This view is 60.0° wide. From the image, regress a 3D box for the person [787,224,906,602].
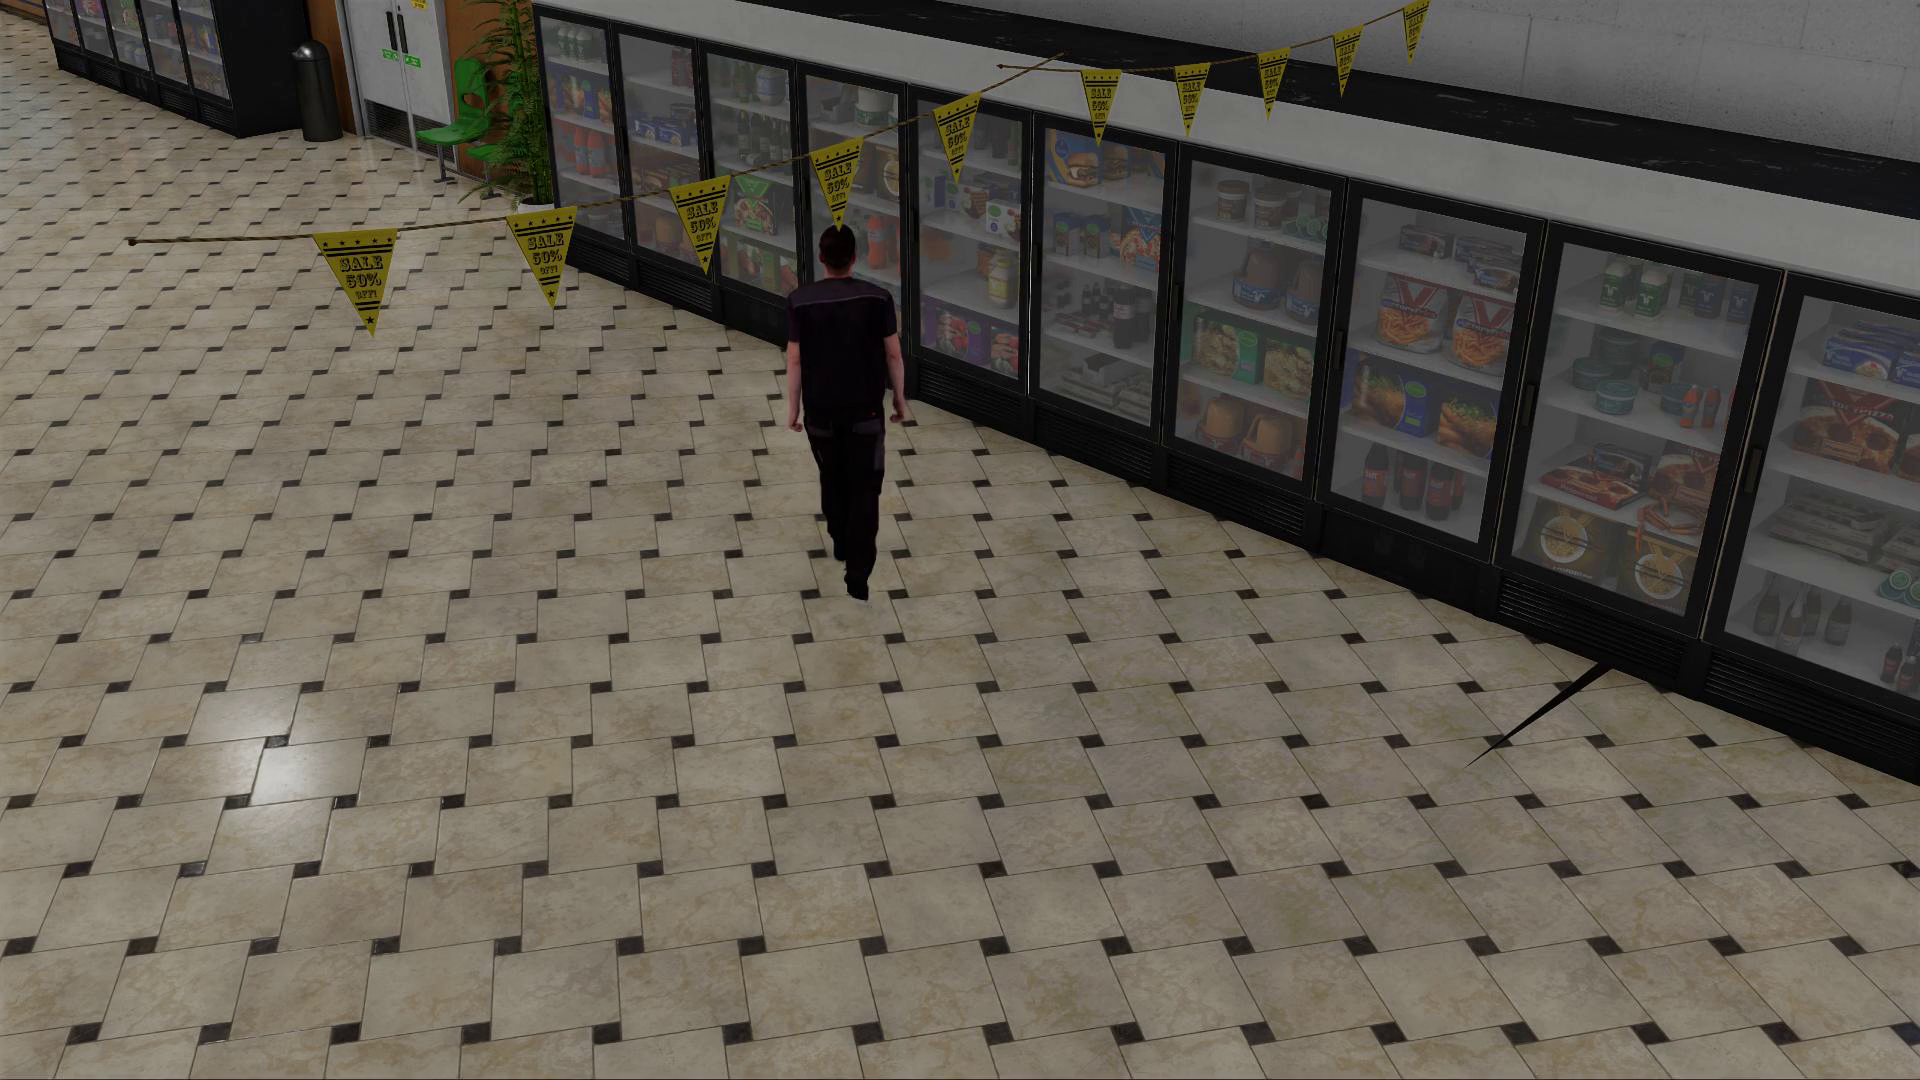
[{"bbox_3d":[-0.559,-0.596,8.096,1.189,1.822,1.262,1,27,1],"label":"person"}]
